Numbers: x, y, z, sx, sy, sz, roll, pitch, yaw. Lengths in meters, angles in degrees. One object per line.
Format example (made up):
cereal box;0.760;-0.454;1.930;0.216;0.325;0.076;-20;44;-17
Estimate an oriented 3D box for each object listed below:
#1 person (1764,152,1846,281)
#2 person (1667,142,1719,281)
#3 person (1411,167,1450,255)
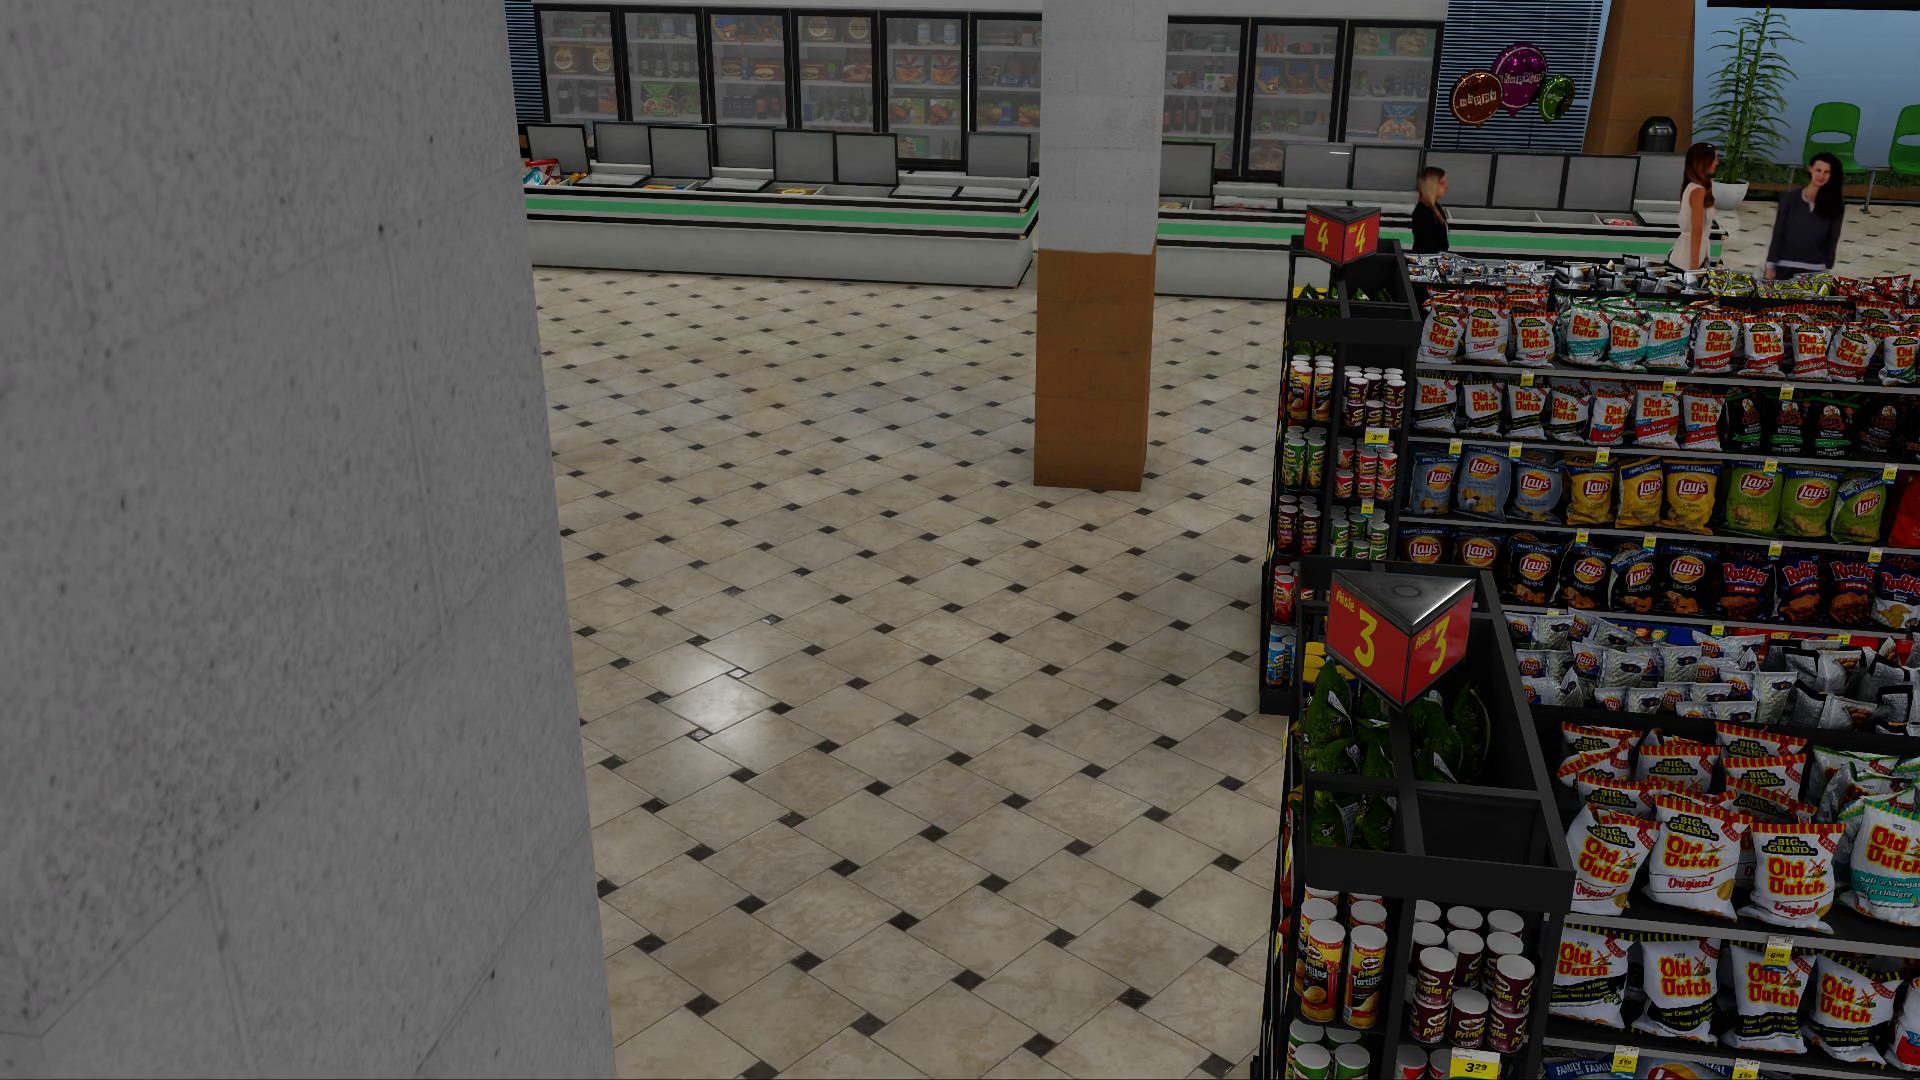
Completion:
person;6.264;-2.035;12.470;0.761;1.758;0.765;10;26;21
person;5.492;-2.111;12.611;0.546;1.785;0.598;6;24;14
person;3.363;-1.952;12.399;0.618;1.664;0.657;8;25;18
